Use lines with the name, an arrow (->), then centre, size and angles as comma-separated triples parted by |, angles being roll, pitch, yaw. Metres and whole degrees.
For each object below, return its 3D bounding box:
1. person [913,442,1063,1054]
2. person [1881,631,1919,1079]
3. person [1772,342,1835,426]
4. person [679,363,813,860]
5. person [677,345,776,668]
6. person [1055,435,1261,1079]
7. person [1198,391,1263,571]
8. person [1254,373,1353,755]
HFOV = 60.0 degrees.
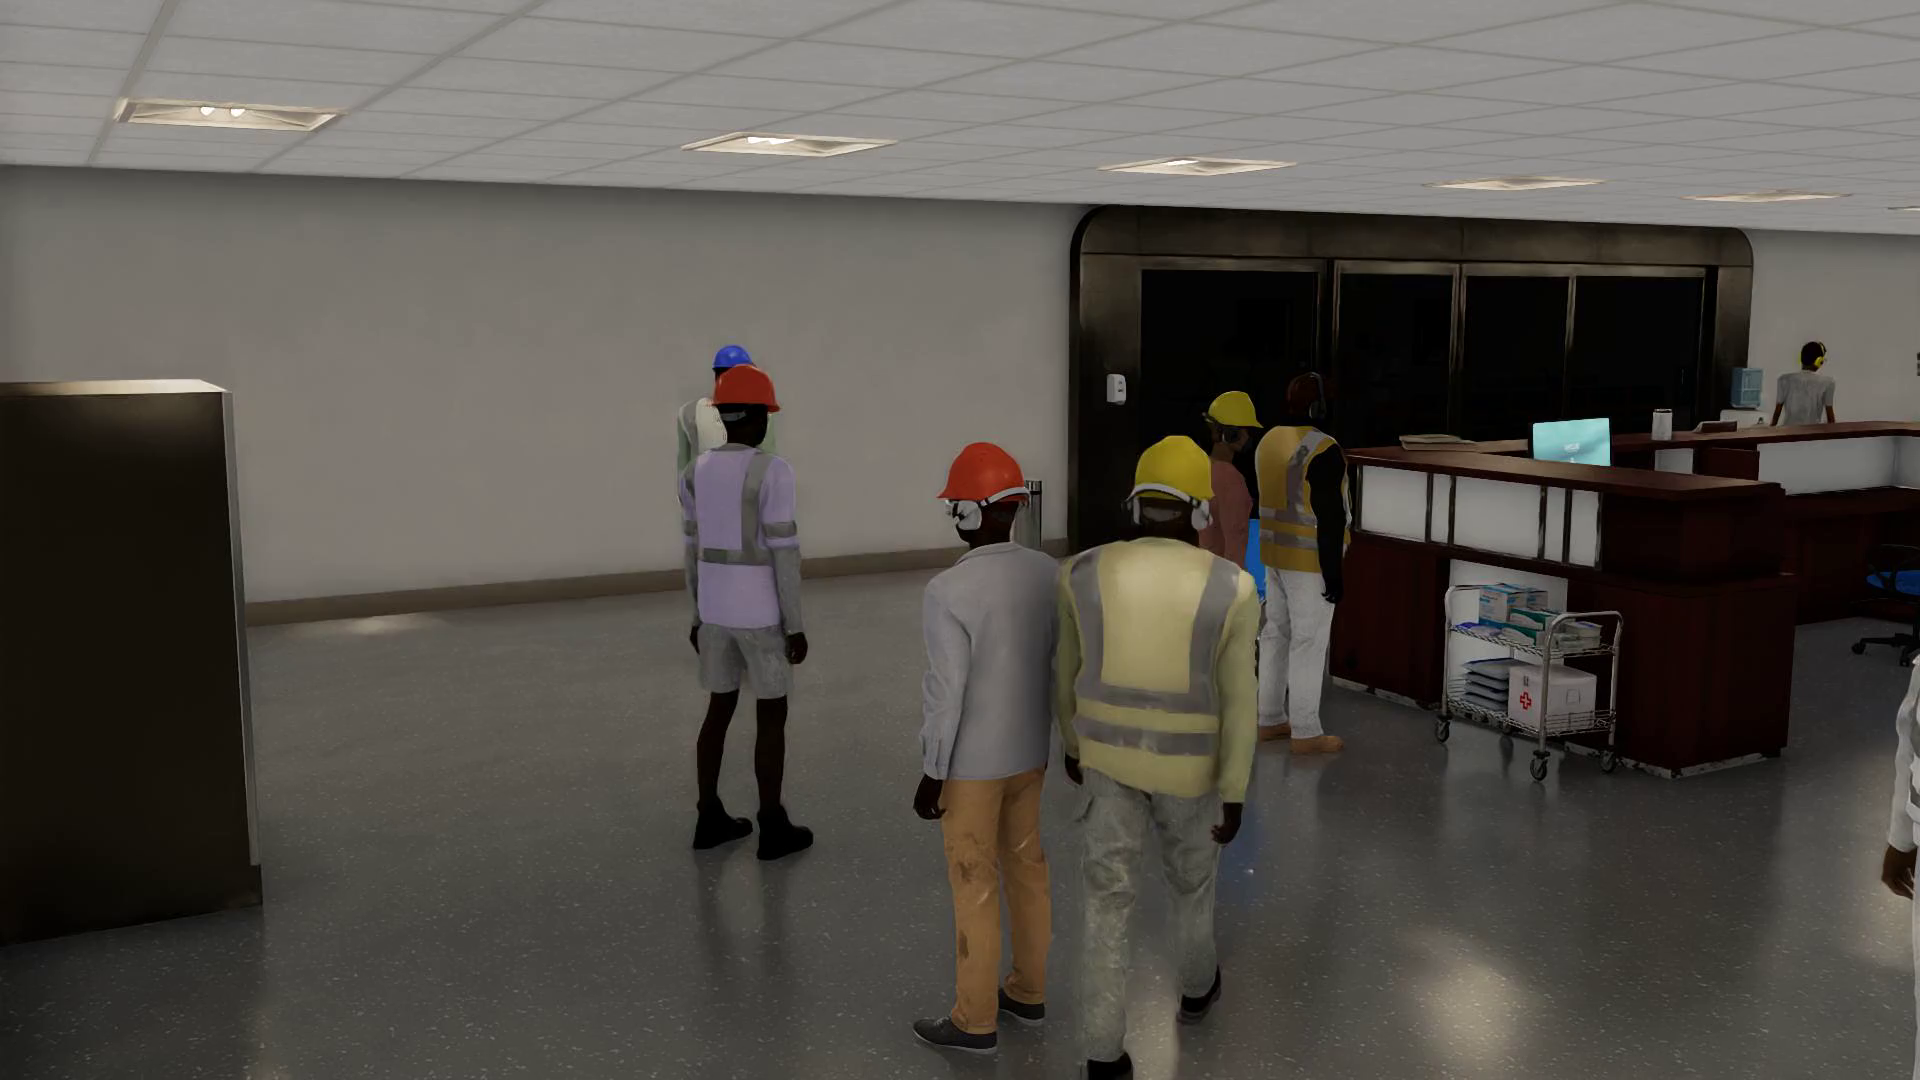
person -> 0.075, 0.593, 4.813 | 0.324, 1.752, 0.562 | 7, 10, 40
person -> 2.253, 0.694, 3.616 | 0.356, 1.885, 0.572 | -2, 8, -15
person -> 7.907, -0.935, 15.606 | 0.529, 1.832, 0.746 | 6, 10, 39
person -> -0.838, 0.269, 6.539 | 0.550, 1.926, 0.399 | 5, 10, 35
person -> -1.377, -0.195, 9.942 | 0.628, 1.924, 0.444 | 1, 8, 8
person -> 0.544, 0.600, 4.686 | 0.599, 1.789, 0.924 | 3, 8, 18
person -> 1.226, 0.185, 7.768 | 0.342, 1.756, 0.518 | -2, 8, -11
person -> 1.660, 0.113, 8.032 | 0.430, 1.835, 0.619 | -3, 8, -19
